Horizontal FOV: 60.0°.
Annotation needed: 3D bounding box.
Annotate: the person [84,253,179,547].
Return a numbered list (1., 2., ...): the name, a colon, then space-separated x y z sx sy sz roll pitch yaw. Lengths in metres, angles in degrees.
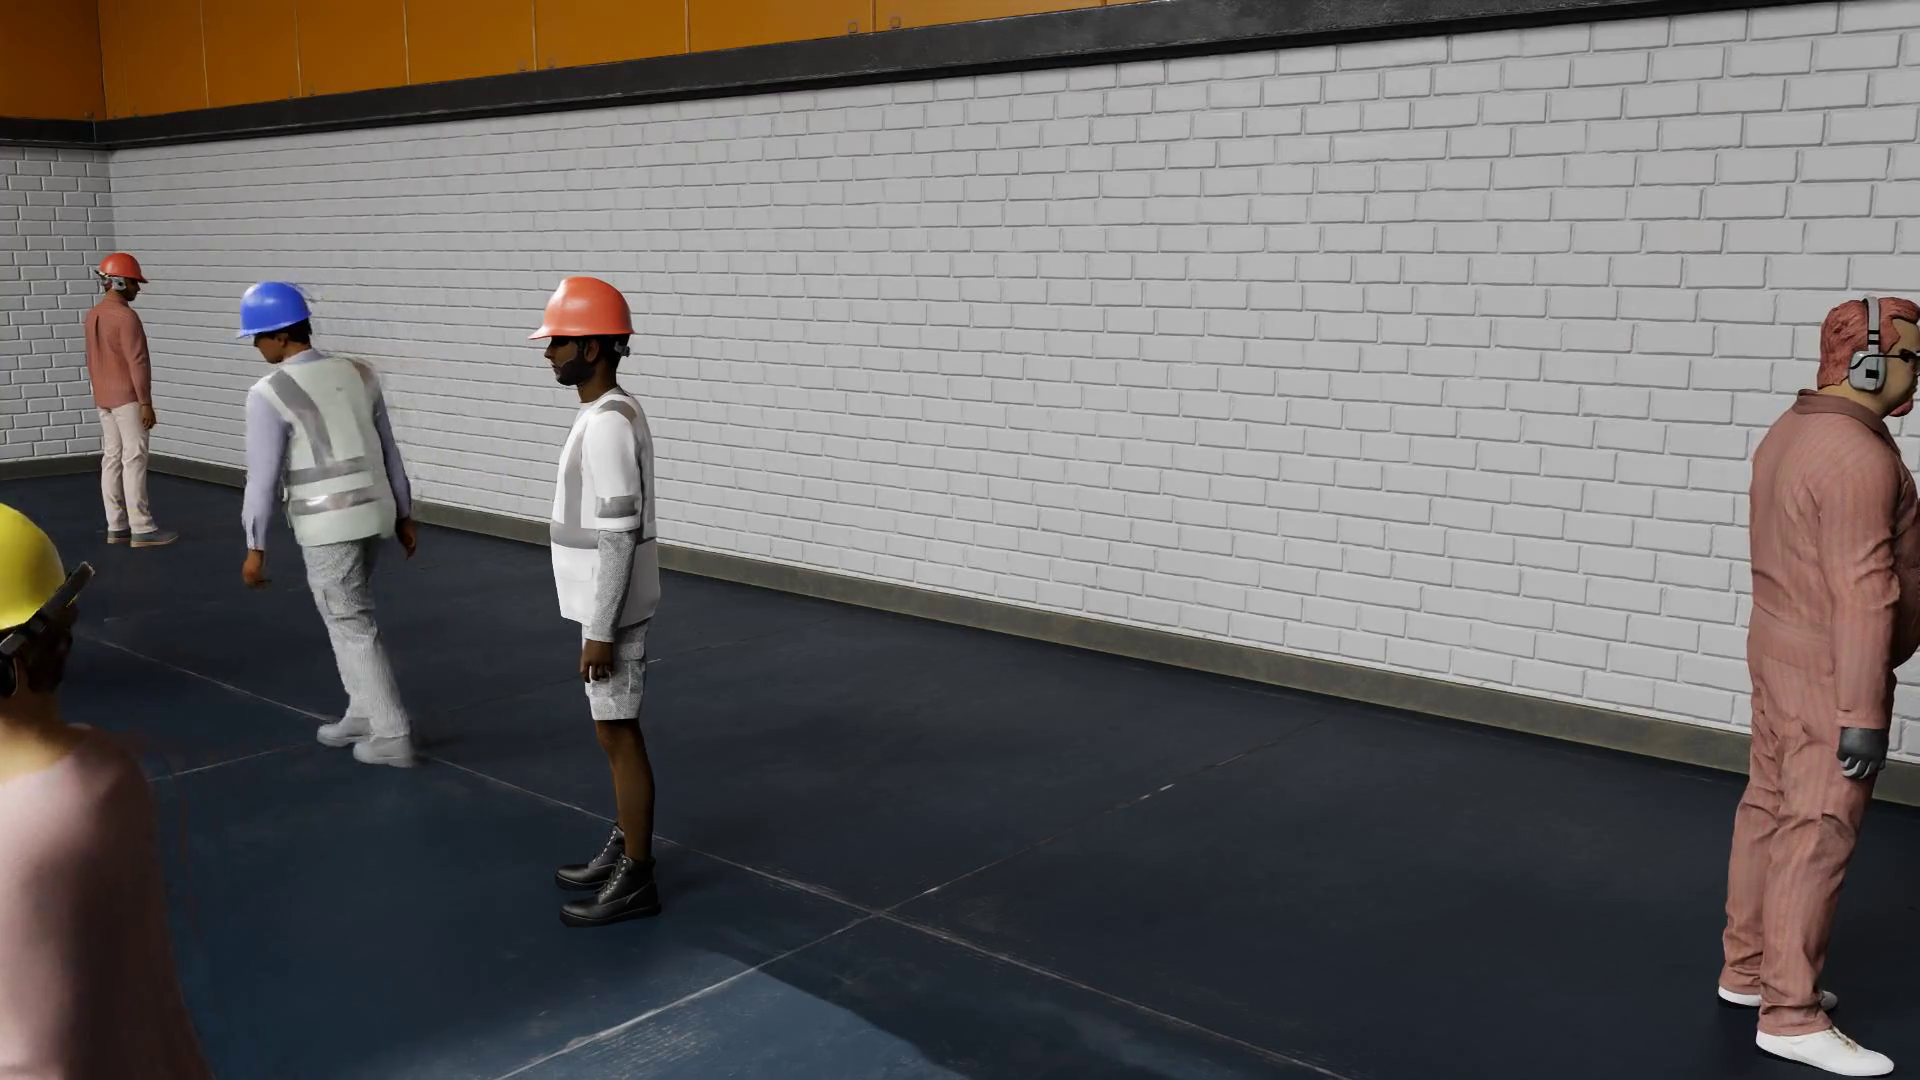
1. person: -5.671 -0.947 11.327 0.608 1.987 0.391 7 12 35

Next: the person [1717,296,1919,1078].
1. person: 2.189 0.351 4.164 0.401 1.906 0.649 2 10 9

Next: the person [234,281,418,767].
1. person: -2.433 -0.043 6.448 0.657 1.891 0.635 4 11 21

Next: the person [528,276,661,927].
1. person: -1.083 0.187 5.006 0.354 1.939 0.545 -2 10 -14

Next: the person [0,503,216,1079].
1. person: -1.076 0.806 2.023 0.402 1.752 0.543 -2 10 -14
